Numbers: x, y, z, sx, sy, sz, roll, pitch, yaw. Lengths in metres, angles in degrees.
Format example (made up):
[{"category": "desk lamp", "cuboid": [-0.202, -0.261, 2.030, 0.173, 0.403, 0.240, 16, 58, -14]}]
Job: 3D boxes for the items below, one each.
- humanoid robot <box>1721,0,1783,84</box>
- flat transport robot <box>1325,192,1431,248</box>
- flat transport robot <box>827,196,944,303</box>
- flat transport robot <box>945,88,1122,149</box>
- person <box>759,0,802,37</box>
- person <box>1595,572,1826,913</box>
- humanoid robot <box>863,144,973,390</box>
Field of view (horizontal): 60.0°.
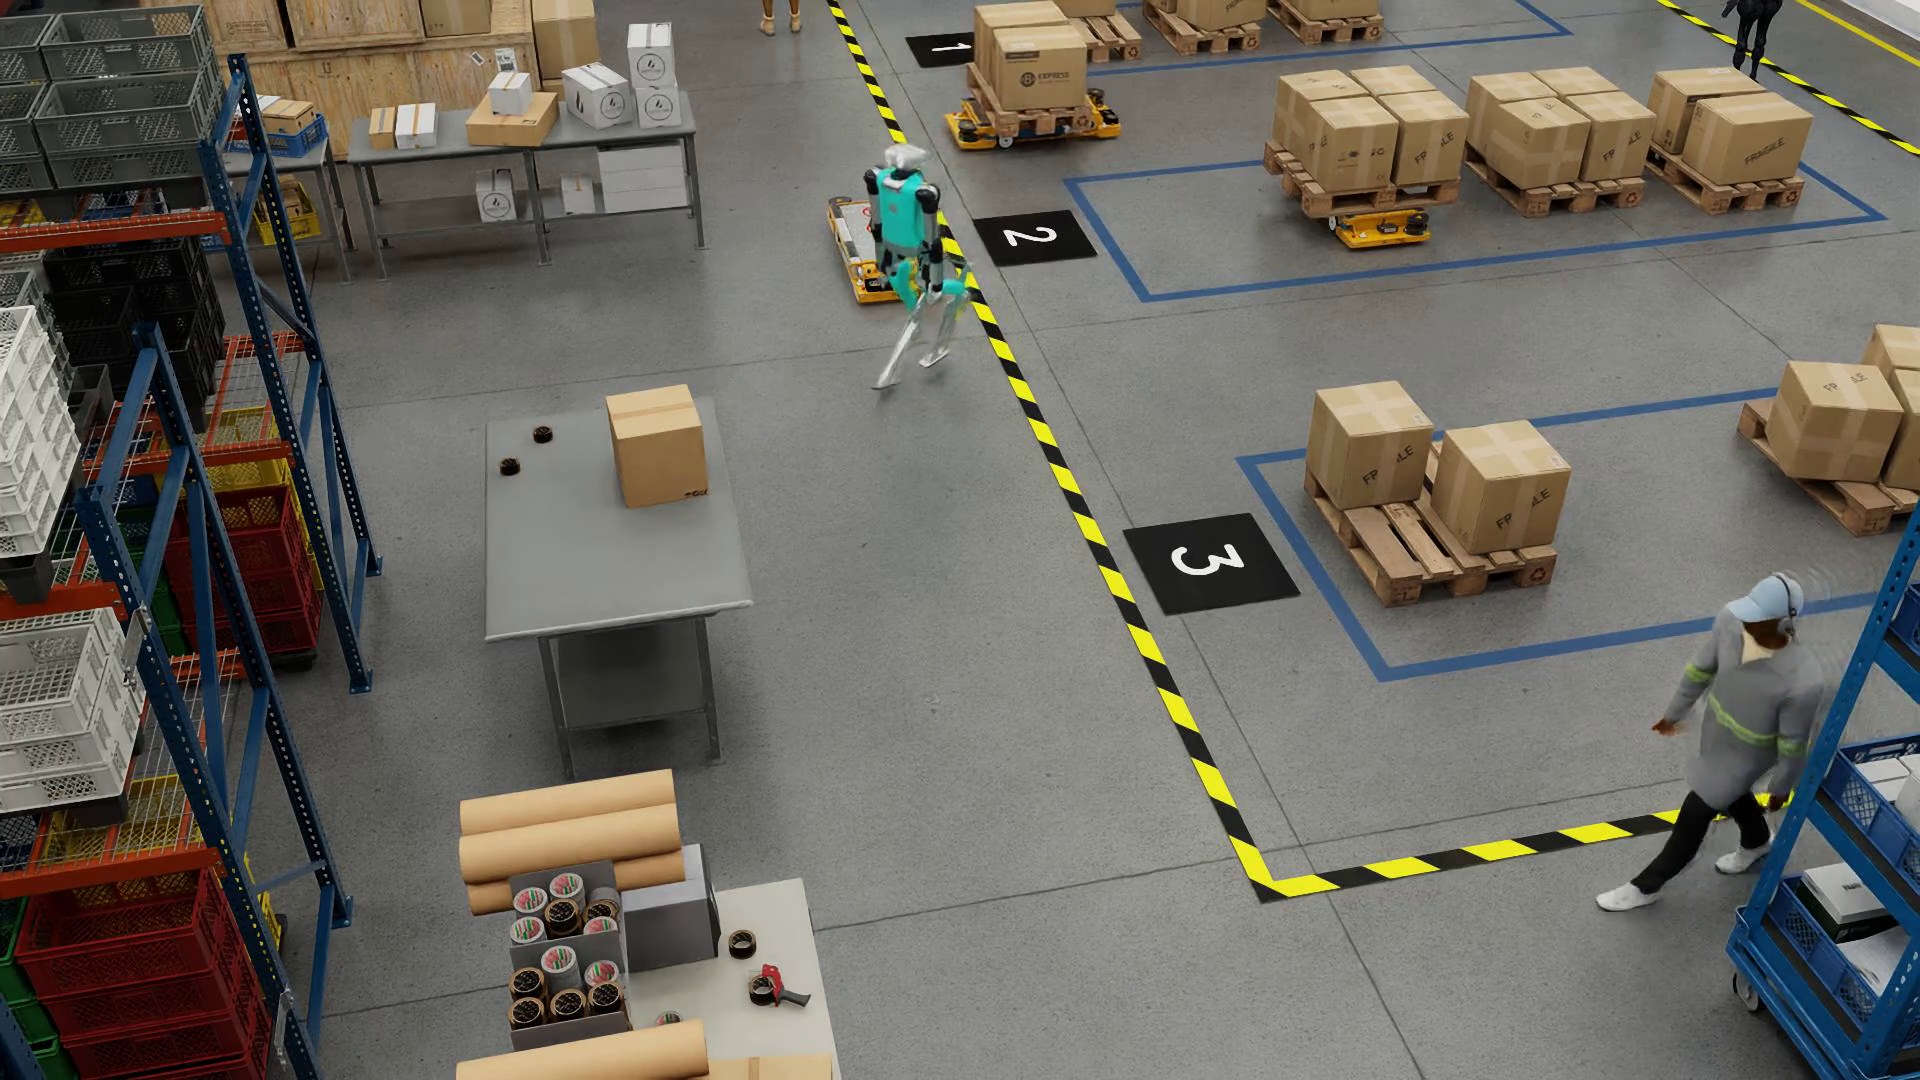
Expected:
[{"category": "humanoid robot", "cuboid": [7.176, -4.893, 14.936, 0.599, 1.659, 0.315, -14, 39, -19]}, {"category": "flat transport robot", "cuboid": [3.134, -2.740, 13.213, 0.652, 0.197, 1.431, -8, 37, -10]}, {"category": "flat transport robot", "cuboid": [-0.570, -2.220, 12.538, 0.659, 0.231, 1.431, -8, 37, -10]}, {"category": "flat transport robot", "cuboid": [0.633, -3.676, 14.471, 1.431, 0.197, 0.652, -8, 37, -10]}, {"category": "person", "cuboid": [-1.806, -5.895, 15.994, 0.609, 2.038, 0.390, -9, 38, -12]}, {"category": "person", "cuboid": [3.347, 0.851, 7.116, 0.915, 1.813, 0.598, -7, 37, -10]}, {"category": "humanoid robot", "cuboid": [-0.233, -1.783, 10.701, 0.540, 1.728, 0.969, 23, 42, 28]}]
